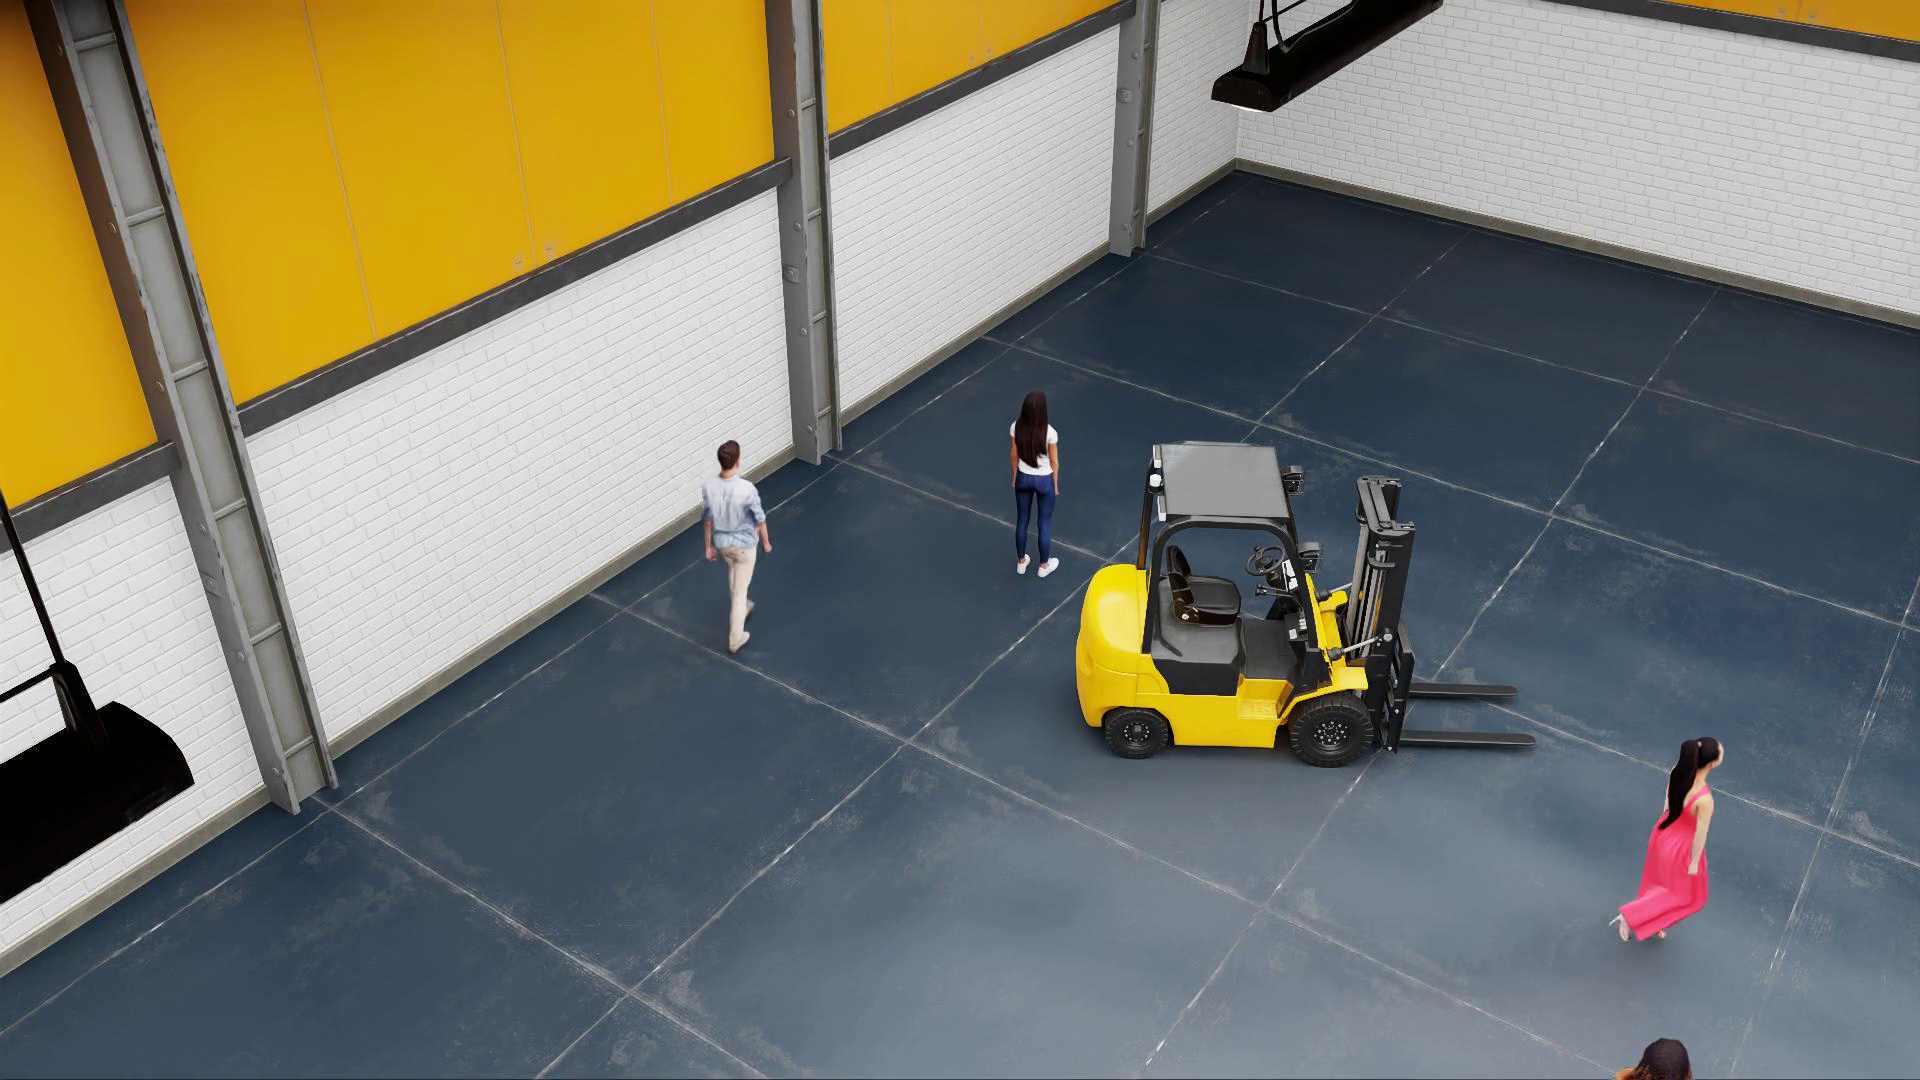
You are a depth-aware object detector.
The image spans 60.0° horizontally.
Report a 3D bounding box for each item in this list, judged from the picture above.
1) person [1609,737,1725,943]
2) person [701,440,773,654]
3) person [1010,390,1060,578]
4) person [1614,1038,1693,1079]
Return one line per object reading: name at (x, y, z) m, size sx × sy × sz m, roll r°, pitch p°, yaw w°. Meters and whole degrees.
person at (4.478, 1.962, 10.555) m, size 0.893 × 1.714 × 0.832 m, roll -6°, pitch 34°, yaw -9°
person at (-1.837, 0.095, 13.266) m, size 0.767 × 1.824 × 0.949 m, roll 14°, pitch 36°, yaw 20°
person at (0.636, -0.476, 14.169) m, size 0.623 × 1.775 × 0.573 m, roll 14°, pitch 36°, yaw 20°
person at (3.464, 3.288, 8.606) m, size 0.712 × 1.664 × 1.186 m, roll 22°, pitch 40°, yaw 30°
